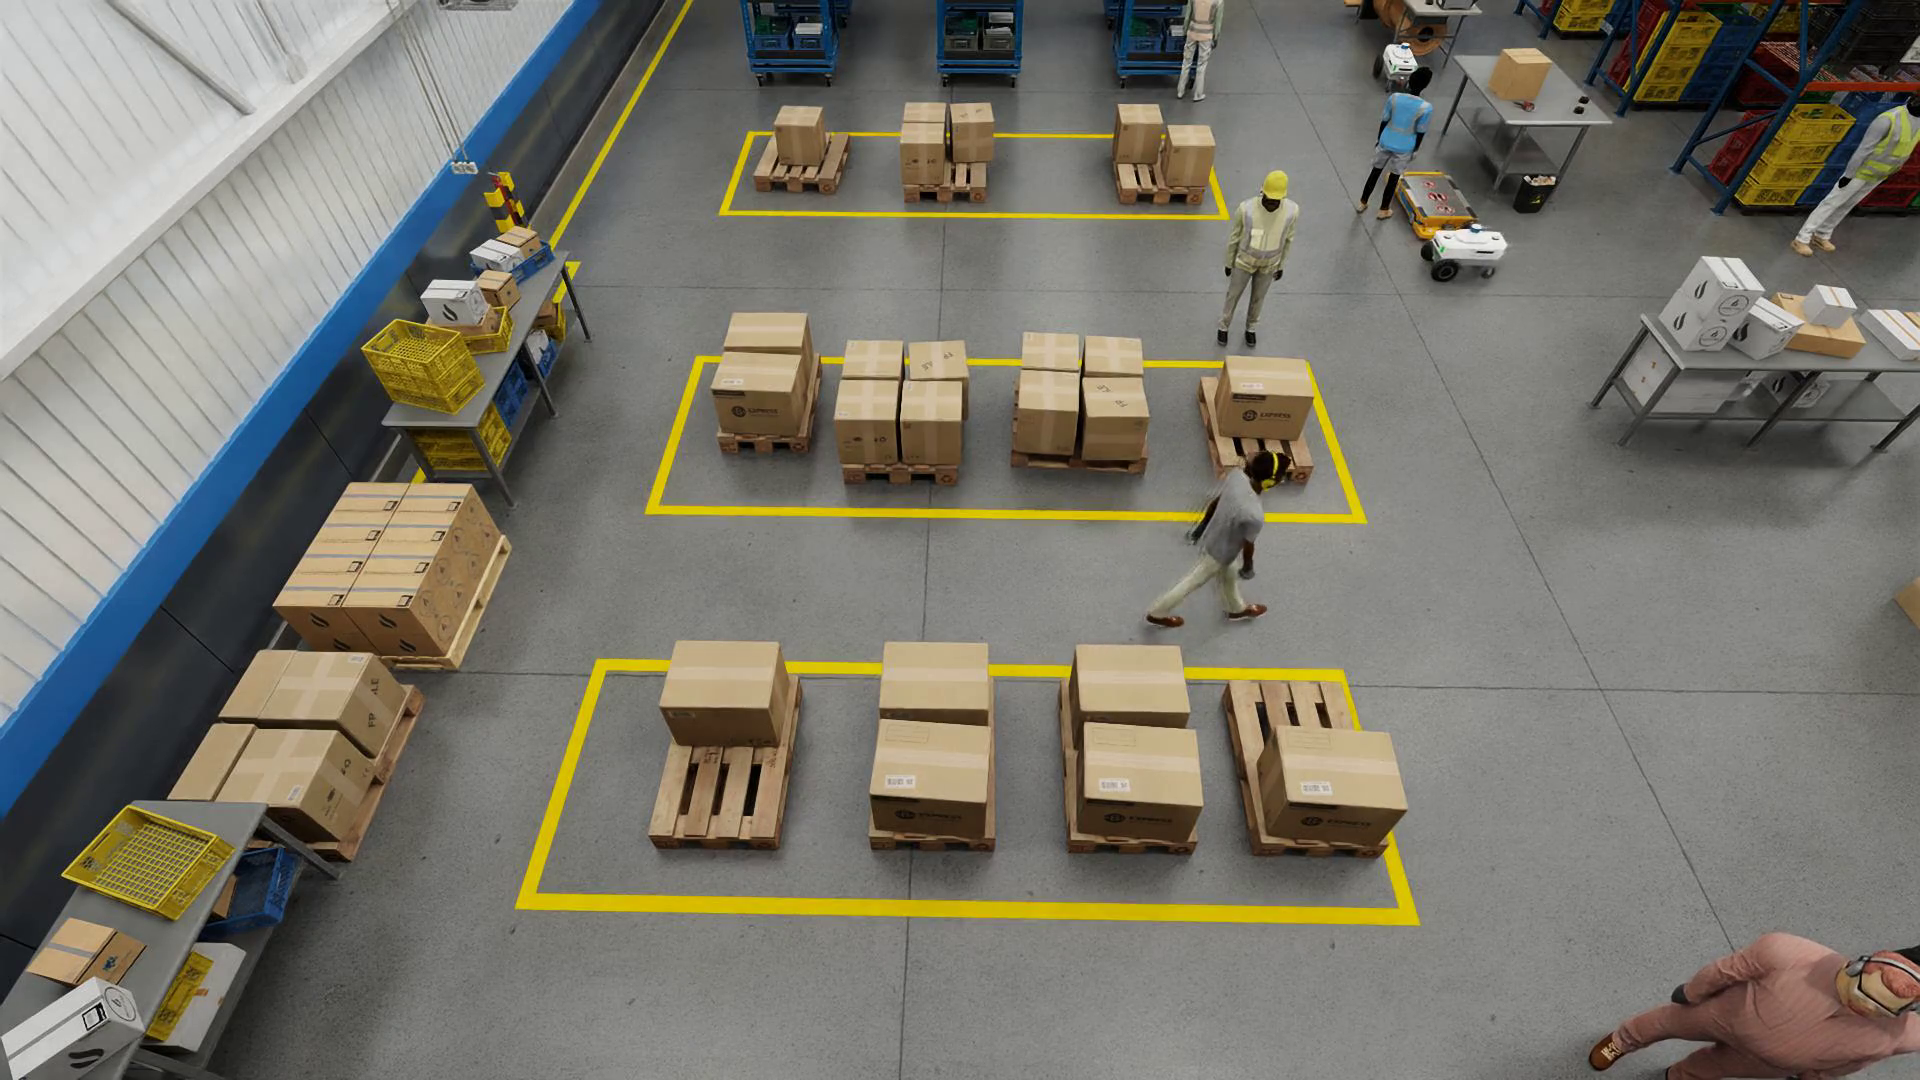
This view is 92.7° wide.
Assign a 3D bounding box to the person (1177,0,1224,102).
[{"bbox_3d":[3.296,-6.902,12.589,0.523,1.639,0.306,22,53,18],"label":"person"}]

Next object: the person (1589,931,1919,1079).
[{"bbox_3d":[3.808,2.364,4.394,0.639,1.909,0.406,35,58,27],"label":"person"}]

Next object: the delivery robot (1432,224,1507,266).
[{"bbox_3d":[5.575,-3.227,10.062,0.707,0.478,0.477,2,49,2],"label":"delivery robot"}]

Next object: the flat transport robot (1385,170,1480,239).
[{"bbox_3d":[5.692,-4.094,11.059,0.652,0.197,1.431,1,49,1],"label":"flat transport robot"}]

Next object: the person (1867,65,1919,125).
[{"bbox_3d":[11.749,-5.610,11.276,0.372,1.940,0.629,-15,51,-13],"label":"person"}]

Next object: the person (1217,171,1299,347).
[{"bbox_3d":[2.846,-2.682,8.820,0.583,1.824,0.403,3,49,3],"label":"person"}]

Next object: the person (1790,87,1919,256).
[{"bbox_3d":[9.854,-3.990,9.936,0.626,1.846,0.429,-11,50,-9],"label":"person"}]

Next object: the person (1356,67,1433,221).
[{"bbox_3d":[4.999,-4.517,10.485,0.540,1.700,0.316,35,58,27],"label":"person"}]

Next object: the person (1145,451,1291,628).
[{"bbox_3d":[1.875,0.051,6.468,0.949,1.805,0.484,0,49,0],"label":"person"}]

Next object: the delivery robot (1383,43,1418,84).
[{"bbox_3d":[6.365,-6.920,13.259,0.477,0.478,0.707,5,49,4],"label":"delivery robot"}]
